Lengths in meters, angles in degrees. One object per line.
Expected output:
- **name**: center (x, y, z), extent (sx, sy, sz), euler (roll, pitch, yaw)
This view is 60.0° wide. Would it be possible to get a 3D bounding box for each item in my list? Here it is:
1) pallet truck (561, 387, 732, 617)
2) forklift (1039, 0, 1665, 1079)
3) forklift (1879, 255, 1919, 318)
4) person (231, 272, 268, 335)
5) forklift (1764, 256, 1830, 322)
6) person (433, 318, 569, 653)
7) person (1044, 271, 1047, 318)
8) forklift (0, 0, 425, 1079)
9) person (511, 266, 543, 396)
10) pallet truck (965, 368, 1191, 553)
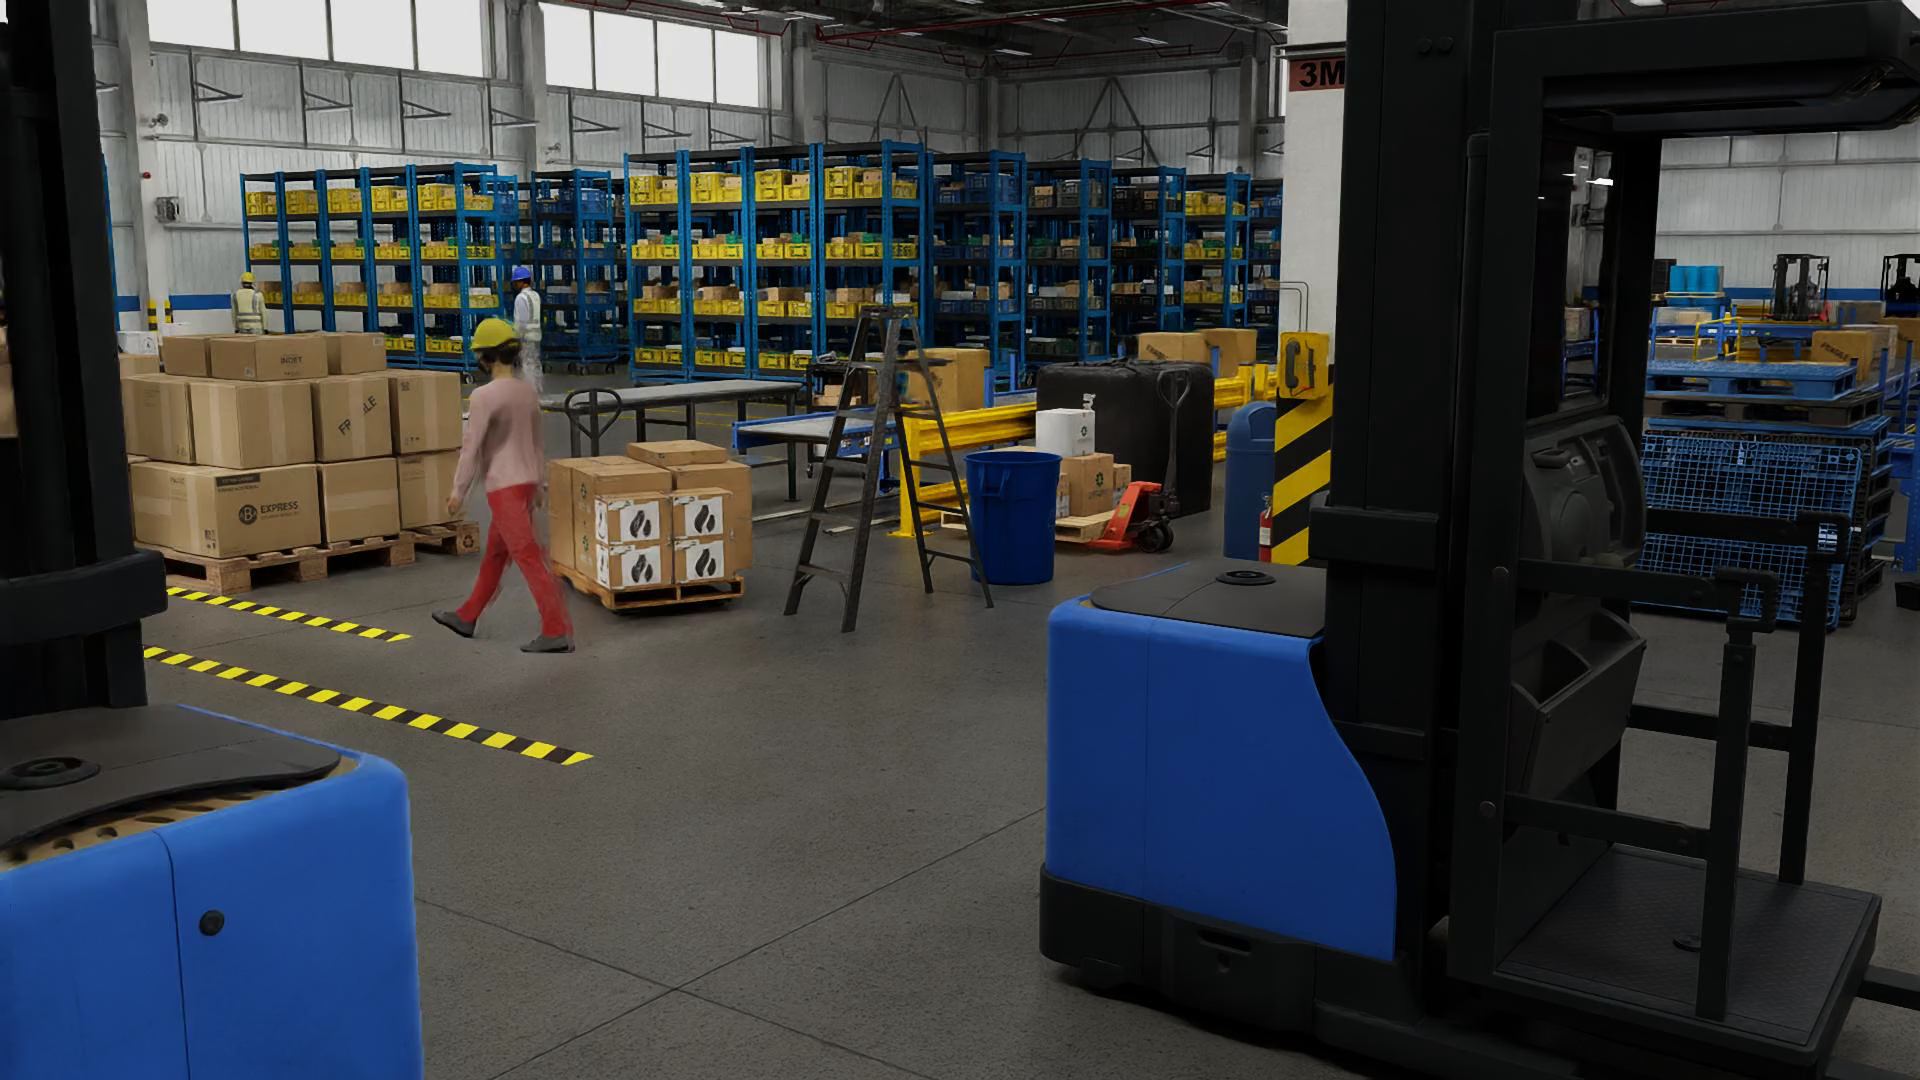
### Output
- **pallet truck**: center (-1.981, -0.274, 10.088), extent (0.680, 1.201, 1.601), euler (-5, 11, -28)
- **forklift**: center (1.249, -0.137, 4.360), extent (1.873, 2.768, 1.129), euler (7, 12, 35)
- **forklift**: center (22.089, -5.634, 38.796), extent (1.157, 1.987, 2.680), euler (6, 11, 33)
- **person**: center (-12.124, -3.659, 28.455), extent (0.602, 1.827, 0.404), euler (0, 10, 2)
- **forklift**: center (20.253, -5.854, 40.139), extent (1.157, 1.987, 2.680), euler (7, 12, 35)
- **person**: center (-2.418, -0.275, 8.611), extent (0.894, 1.720, 0.540), euler (3, 10, 15)
- **person**: center (1.975, -5.603, 39.984), extent (0.564, 1.846, 0.390), euler (7, 12, 37)
- **forklift**: center (-2.047, 0.061, 3.179), extent (1.873, 2.768, 1.129), euler (7, 12, 34)
- **person**: center (-5.918, -2.759, 22.752), extent (0.389, 1.946, 0.603), euler (1, 10, 6)
- **pallet truck**: center (0.845, -0.609, 11.869), extent (1.630, 1.274, 0.653), euler (7, 12, 35)
